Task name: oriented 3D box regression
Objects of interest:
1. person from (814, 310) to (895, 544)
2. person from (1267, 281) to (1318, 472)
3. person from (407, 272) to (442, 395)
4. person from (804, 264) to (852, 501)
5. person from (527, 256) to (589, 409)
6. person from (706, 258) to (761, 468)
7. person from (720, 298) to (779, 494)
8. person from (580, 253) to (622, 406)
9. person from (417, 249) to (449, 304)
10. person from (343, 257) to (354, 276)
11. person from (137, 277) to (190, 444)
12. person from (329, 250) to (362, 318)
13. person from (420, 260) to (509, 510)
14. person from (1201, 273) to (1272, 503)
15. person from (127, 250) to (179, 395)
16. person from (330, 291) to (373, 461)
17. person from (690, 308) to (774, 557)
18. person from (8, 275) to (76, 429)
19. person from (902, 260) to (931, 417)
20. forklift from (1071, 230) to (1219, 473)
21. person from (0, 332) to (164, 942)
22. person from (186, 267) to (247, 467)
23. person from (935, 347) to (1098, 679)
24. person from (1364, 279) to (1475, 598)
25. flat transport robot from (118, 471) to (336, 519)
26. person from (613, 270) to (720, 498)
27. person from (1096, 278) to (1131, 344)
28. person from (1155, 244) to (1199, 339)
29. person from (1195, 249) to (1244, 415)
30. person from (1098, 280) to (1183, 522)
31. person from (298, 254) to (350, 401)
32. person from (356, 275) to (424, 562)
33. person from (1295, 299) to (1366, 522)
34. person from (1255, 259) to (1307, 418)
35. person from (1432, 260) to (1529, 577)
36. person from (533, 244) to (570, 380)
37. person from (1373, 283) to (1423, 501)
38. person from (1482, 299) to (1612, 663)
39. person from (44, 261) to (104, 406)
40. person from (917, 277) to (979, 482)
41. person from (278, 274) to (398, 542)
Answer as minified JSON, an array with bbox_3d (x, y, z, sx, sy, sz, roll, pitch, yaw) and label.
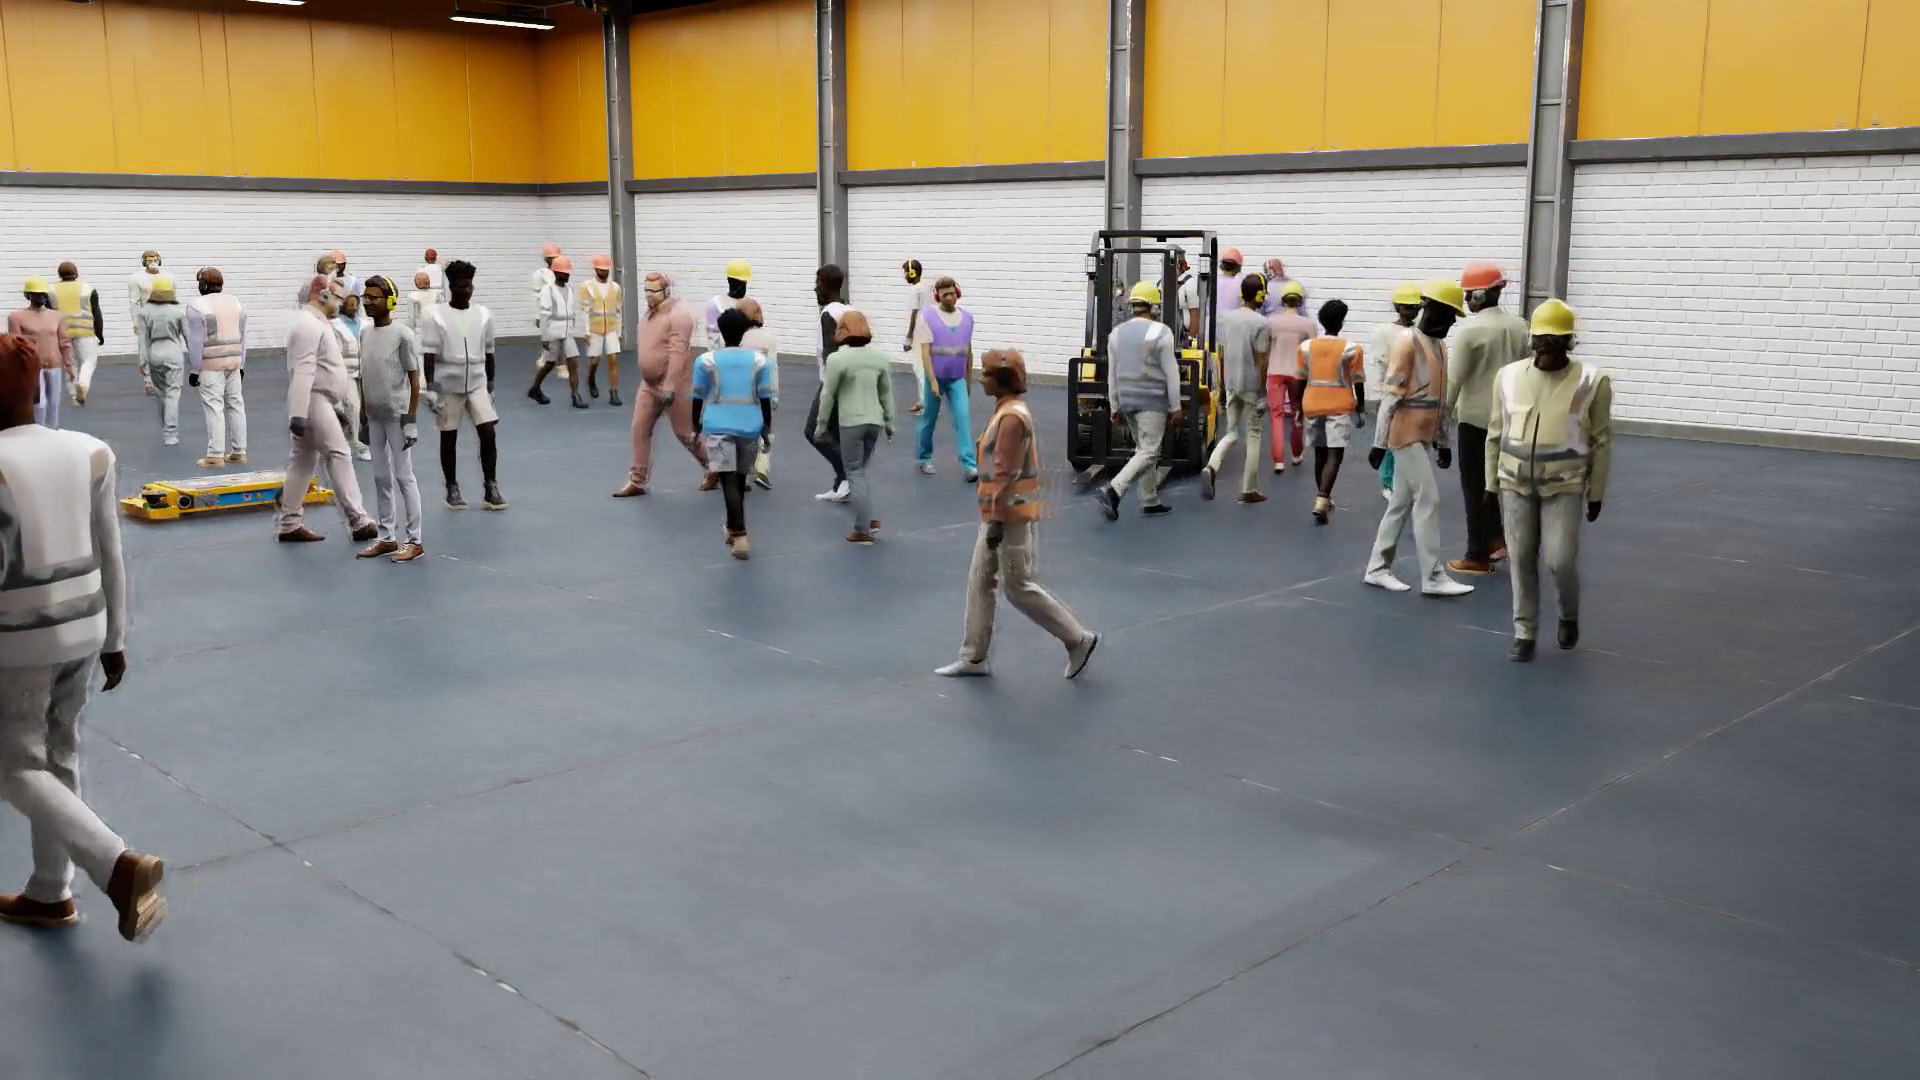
[{"bbox_3d":[-0.726,-0.782,11.572,0.531,1.613,0.471,-10,14,-42],"label":"person"},{"bbox_3d":[2.991,-1.489,15.150,0.509,1.711,0.890,2,11,13],"label":"person"},{"bbox_3d":[-7.156,-2.760,22.298,0.518,1.636,0.312,-10,14,-43],"label":"person"},{"bbox_3d":[-1.006,-1.232,13.239,0.458,1.899,0.614,2,11,10],"label":"person"},{"bbox_3d":[-5.035,-2.576,20.663,0.941,1.894,0.579,8,13,38],"label":"person"},{"bbox_3d":[-2.023,-1.588,15.120,0.586,1.925,0.369,-10,14,-44],"label":"person"},{"bbox_3d":[-1.741,-1.185,13.758,0.516,1.618,0.364,1,10,7],"label":"person"},{"bbox_3d":[-4.536,-2.666,21.027,0.550,1.911,0.724,-5,12,-27],"label":"person"},{"bbox_3d":[-9.600,-4.357,30.331,0.584,1.884,0.348,-9,14,-40],"label":"person"},{"bbox_3d":[-9.384,-3.422,25.336,0.348,1.846,0.506,3,11,18],"label":"person"},{"bbox_3d":[-8.184,-1.864,17.227,0.512,1.693,0.885,-2,11,-12],"label":"person"},{"bbox_3d":[-8.385,-2.958,22.553,0.552,1.936,0.360,-4,11,-23],"label":"person"},{"bbox_3d":[-3.817,-1.167,12.799,0.633,1.936,0.780,-7,13,-34],"label":"person"},{"bbox_3d":[2.188,-1.178,13.113,0.522,1.842,0.670,10,14,43],"label":"person"},{"bbox_3d":[-10.792,-2.918,22.334,0.637,1.938,0.357,-10,14,-44],"label":"person"},{"bbox_3d":[-5.848,-1.586,15.966,0.770,1.614,0.522,9,14,40],"label":"person"},{"bbox_3d":[-1.535,-0.729,11.186,0.542,1.646,0.849,-4,11,-21],"label":"person"},{"bbox_3d":[-8.642,-1.615,15.713,0.450,1.751,0.546,8,13,36],"label":"person"},{"bbox_3d":[-0.461,-2.401,19.810,0.498,1.846,0.710,2,11,13],"label":"person"},{"bbox_3d":[1.804,-1.825,15.677,1.214,2.155,2.313,2,11,13],"label":"forklift"},{"bbox_3d":[-2.690,0.317,4.931,0.737,1.863,0.576,5,11,24],"label":"person"},{"bbox_3d":[-6.882,-1.595,15.389,0.429,1.844,0.626,4,11,23],"label":"person"},{"bbox_3d":[0.275,-0.114,7.933,0.714,1.614,0.522,-1,10,-5],"label":"person"},{"bbox_3d":[2.784,-0.592,9.831,0.816,1.869,0.667,8,13,36],"label":"person"},{"bbox_3d":[-5.715,-0.372,13.004,1.431,0.197,0.652,-10,14,-44],"label":"flat transport robot"},{"bbox_3d":[-2.393,-1.289,13.701,0.625,1.860,0.939,9,14,41],"label":"person"},{"bbox_3d":[1.987,-2.619,21.648,0.511,1.593,0.839,-8,13,-35],"label":"person"},{"bbox_3d":[2.313,-2.237,18.343,0.539,2.000,0.689,-8,13,-38],"label":"person"},{"bbox_3d":[3.037,-2.398,19.415,0.716,1.982,1.061,3,11,17],"label":"person"},{"bbox_3d":[1.318,-1.022,12.379,0.774,1.801,0.595,-8,13,-39],"label":"person"},{"bbox_3d":[-6.790,-2.114,17.973,0.434,1.928,0.652,6,12,30],"label":"person"},{"bbox_3d":[-3.764,-0.791,10.915,0.515,1.876,0.328,5,12,27],"label":"person"},{"bbox_3d":[2.774,-0.985,12.528,0.533,1.660,0.827,7,13,34],"label":"person"},{"bbox_3d":[3.720,-2.374,19.635,0.664,1.846,0.892,-6,12,-28],"label":"person"},{"bbox_3d":[3.258,-0.752,10.432,0.627,1.967,0.435,-7,13,-34],"label":"person"},{"bbox_3d":[-6.105,-3.413,24.854,0.950,2.015,0.616,8,13,39],"label":"person"},{"bbox_3d":[3.531,-1.165,13.283,0.531,1.753,0.398,-2,11,-9],"label":"person"},{"bbox_3d":[2.919,-0.291,8.320,0.592,1.822,0.450,7,13,35],"label":"person"},{"bbox_3d":[-11.027,-2.559,20.701,0.633,1.824,0.684,-3,11,-15],"label":"person"},{"bbox_3d":[-0.122,-1.407,14.564,0.558,1.780,1.046,-5,11,-25],"label":"person"},{"bbox_3d":[-4.377,-0.906,11.583,0.894,1.855,0.716,-4,11,-19],"label":"person"}]
